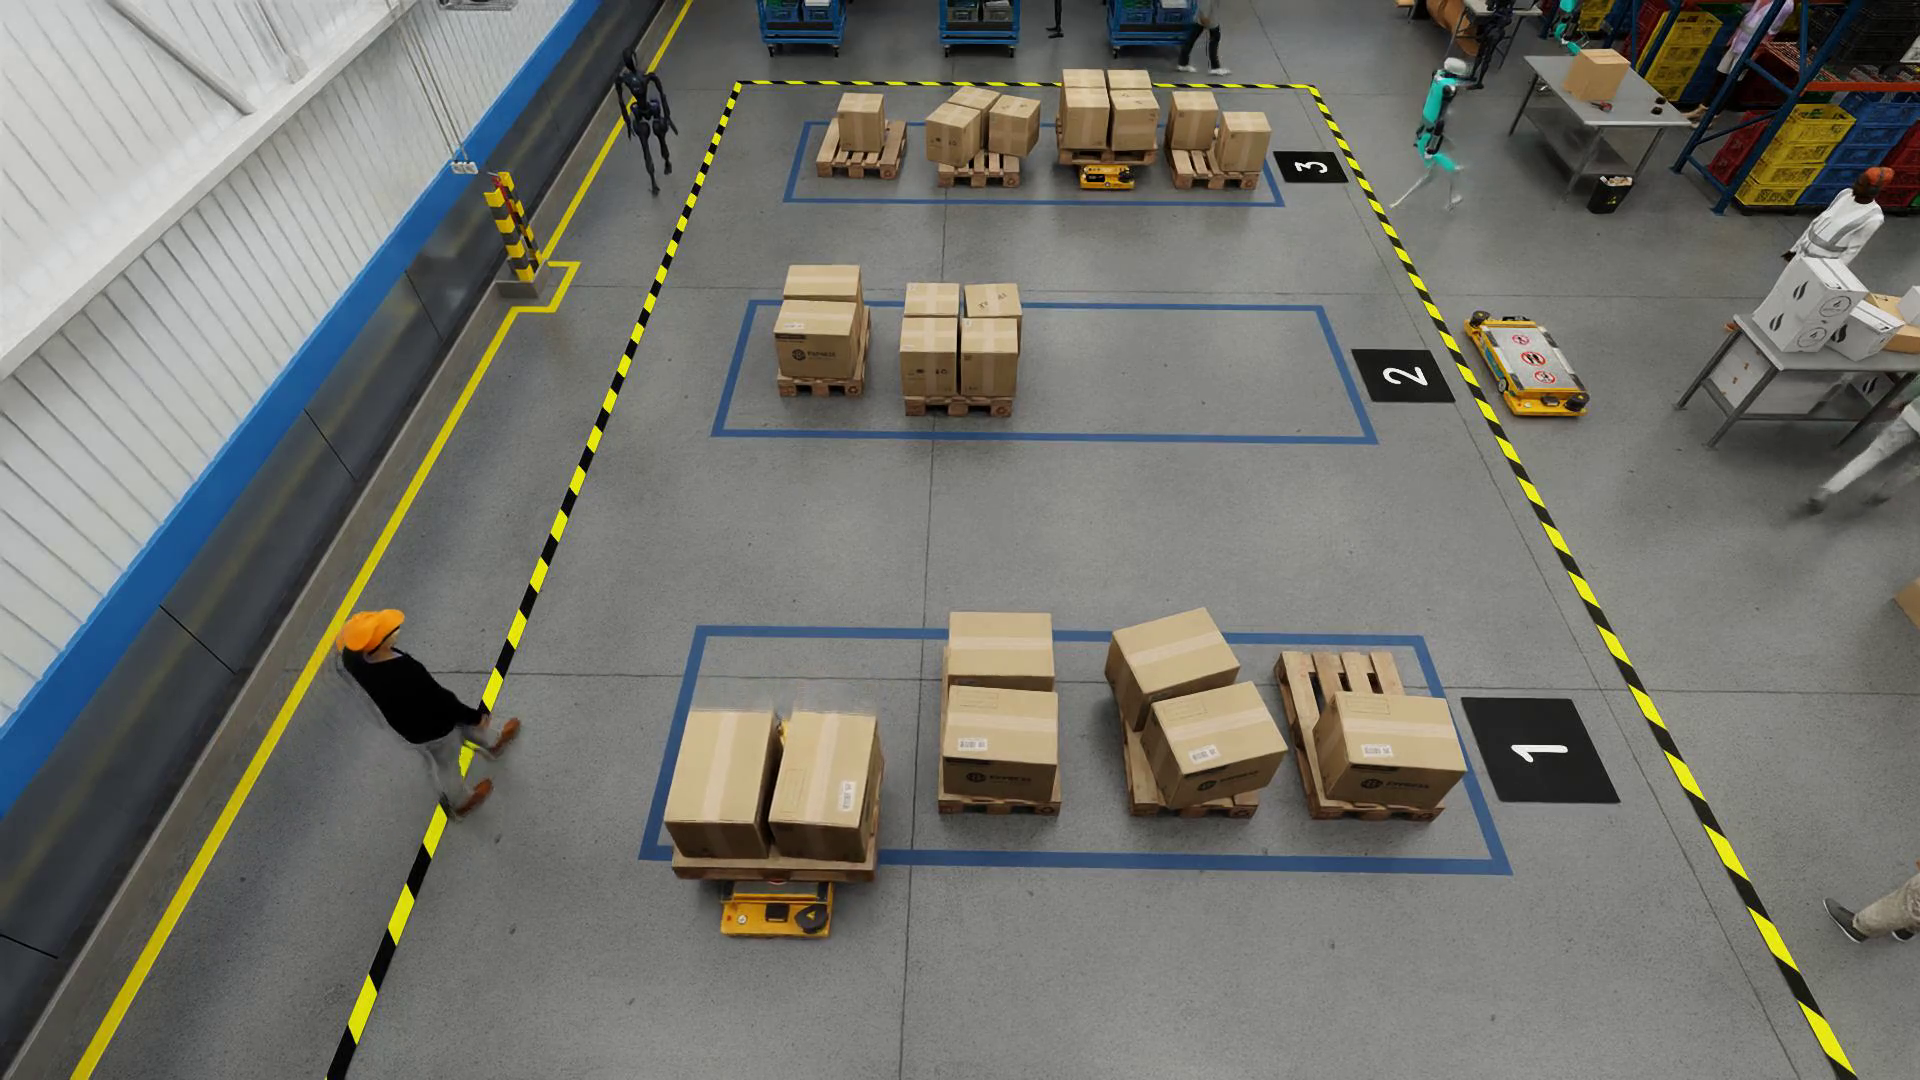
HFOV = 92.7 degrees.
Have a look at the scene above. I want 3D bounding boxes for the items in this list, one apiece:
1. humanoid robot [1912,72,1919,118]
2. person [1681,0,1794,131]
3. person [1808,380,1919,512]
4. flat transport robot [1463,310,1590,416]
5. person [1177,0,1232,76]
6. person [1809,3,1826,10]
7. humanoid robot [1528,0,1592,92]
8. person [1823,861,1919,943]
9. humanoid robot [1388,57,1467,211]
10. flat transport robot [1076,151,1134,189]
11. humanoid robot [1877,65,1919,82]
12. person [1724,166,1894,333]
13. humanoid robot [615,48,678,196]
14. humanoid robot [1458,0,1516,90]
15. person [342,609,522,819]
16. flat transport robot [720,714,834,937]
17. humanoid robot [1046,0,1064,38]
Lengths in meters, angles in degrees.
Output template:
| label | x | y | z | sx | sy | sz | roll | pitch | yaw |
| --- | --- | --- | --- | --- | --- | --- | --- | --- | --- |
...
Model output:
| label | x | y | z | sx | sy | sz | roll | pitch | yaw |
| --- | --- | --- | --- | --- | --- | --- | --- | --- | --- |
| humanoid robot | 12.618 | -5.969 | 11.761 | 0.315 | 1.653 | 0.599 | 1 | 49 | 1 |
| person | 10.159 | -6.386 | 11.888 | 0.375 | 2.045 | 0.604 | 1 | 49 | 1 |
| person | 7.675 | -0.913 | 7.241 | 0.892 | 1.910 | 0.601 | -21 | 52 | -17 |
| flat transport robot | 5.573 | -1.757 | 9.054 | 0.659 | 0.231 | 1.431 | 1 | 49 | 1 |
| person | 3.663 | -7.607 | 13.088 | 0.875 | 1.817 | 0.613 | 5 | 49 | 4 |
| person | 12.855 | -8.326 | 13.660 | 0.608 | 1.902 | 1.036 | 26 | 54 | 21 |
| humanoid robot | 8.468 | -7.061 | 12.588 | 0.735 | 1.673 | 0.533 | 1 | 49 | 1 |
| person | 5.581 | 1.802 | 4.985 | 0.563 | 1.763 | 0.403 | 1 | 49 | 1 |
| humanoid robot | 5.683 | -4.614 | 10.566 | 0.935 | 1.769 | 0.541 | 2 | 49 | 1 |
| flat transport robot | 1.845 | -4.982 | 11.827 | 0.652 | 0.197 | 1.431 | 1 | 49 | 1 |
| humanoid robot | 13.737 | -7.290 | 12.783 | 0.735 | 1.677 | 0.533 | 1 | 49 | 1 |
| person | 8.165 | -2.671 | 8.776 | 0.355 | 1.886 | 0.573 | 1 | 49 | 1 |
| humanoid robot | -3.730 | -5.057 | 11.020 | 0.601 | 1.627 | 0.826 | -8 | 50 | -7 |
| humanoid robot | 7.502 | -7.228 | 12.851 | 0.315 | 1.653 | 0.599 | 1 | 49 | 1 |
| person | -3.181 | 0.991 | 5.628 | 0.605 | 1.848 | 0.846 | 21 | 52 | 18 |
| flat transport robot | -1.109 | 1.806 | 5.952 | 0.652 | 0.197 | 1.431 | 1 | 49 | 1 |
| humanoid robot | 1.501 | -8.659 | 14.090 | 0.315 | 1.653 | 0.599 | 1 | 49 | 1 |
